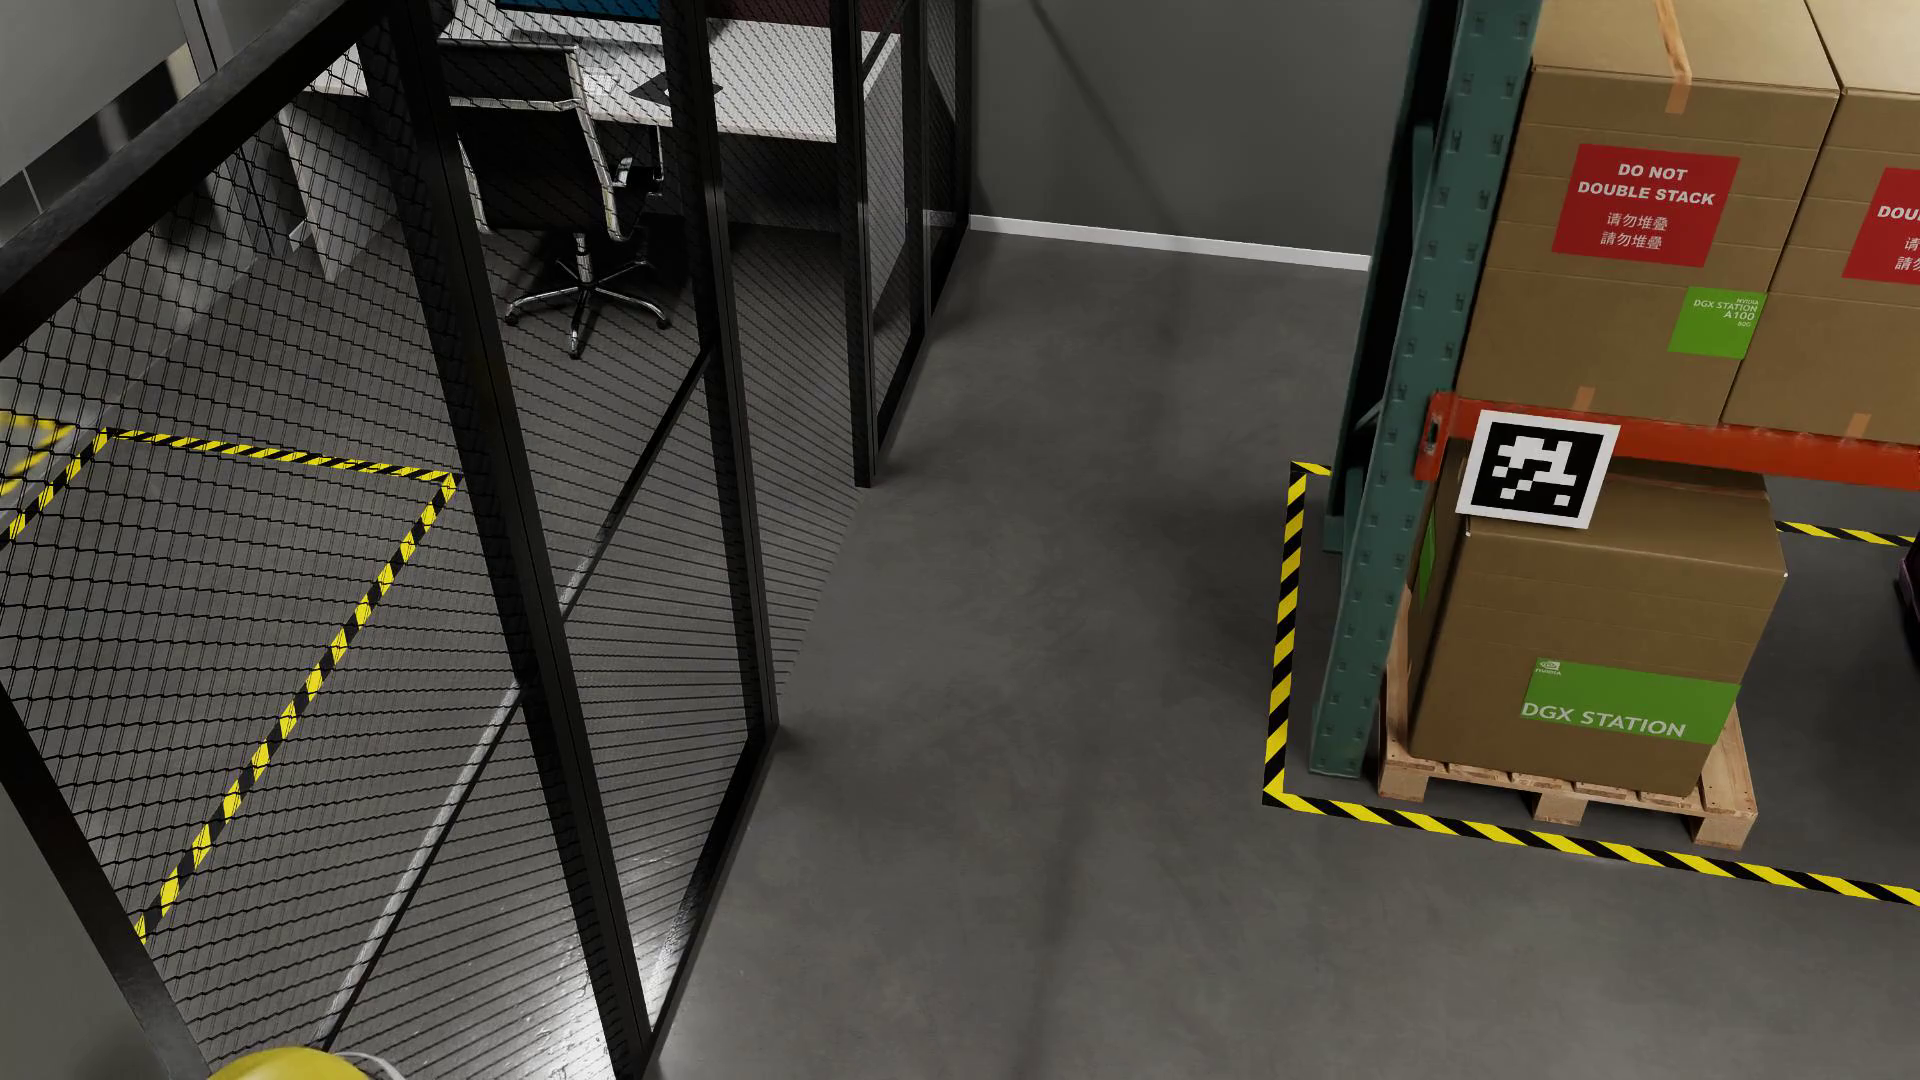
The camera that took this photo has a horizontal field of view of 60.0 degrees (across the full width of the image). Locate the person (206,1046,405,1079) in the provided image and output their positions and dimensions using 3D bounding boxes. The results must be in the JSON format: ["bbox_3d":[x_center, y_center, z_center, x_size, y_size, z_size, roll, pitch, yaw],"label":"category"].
[{"bbox_3d":[-0.680,1.222,2.171,0.597,1.832,0.404,13,43,14],"label":"person"}]
